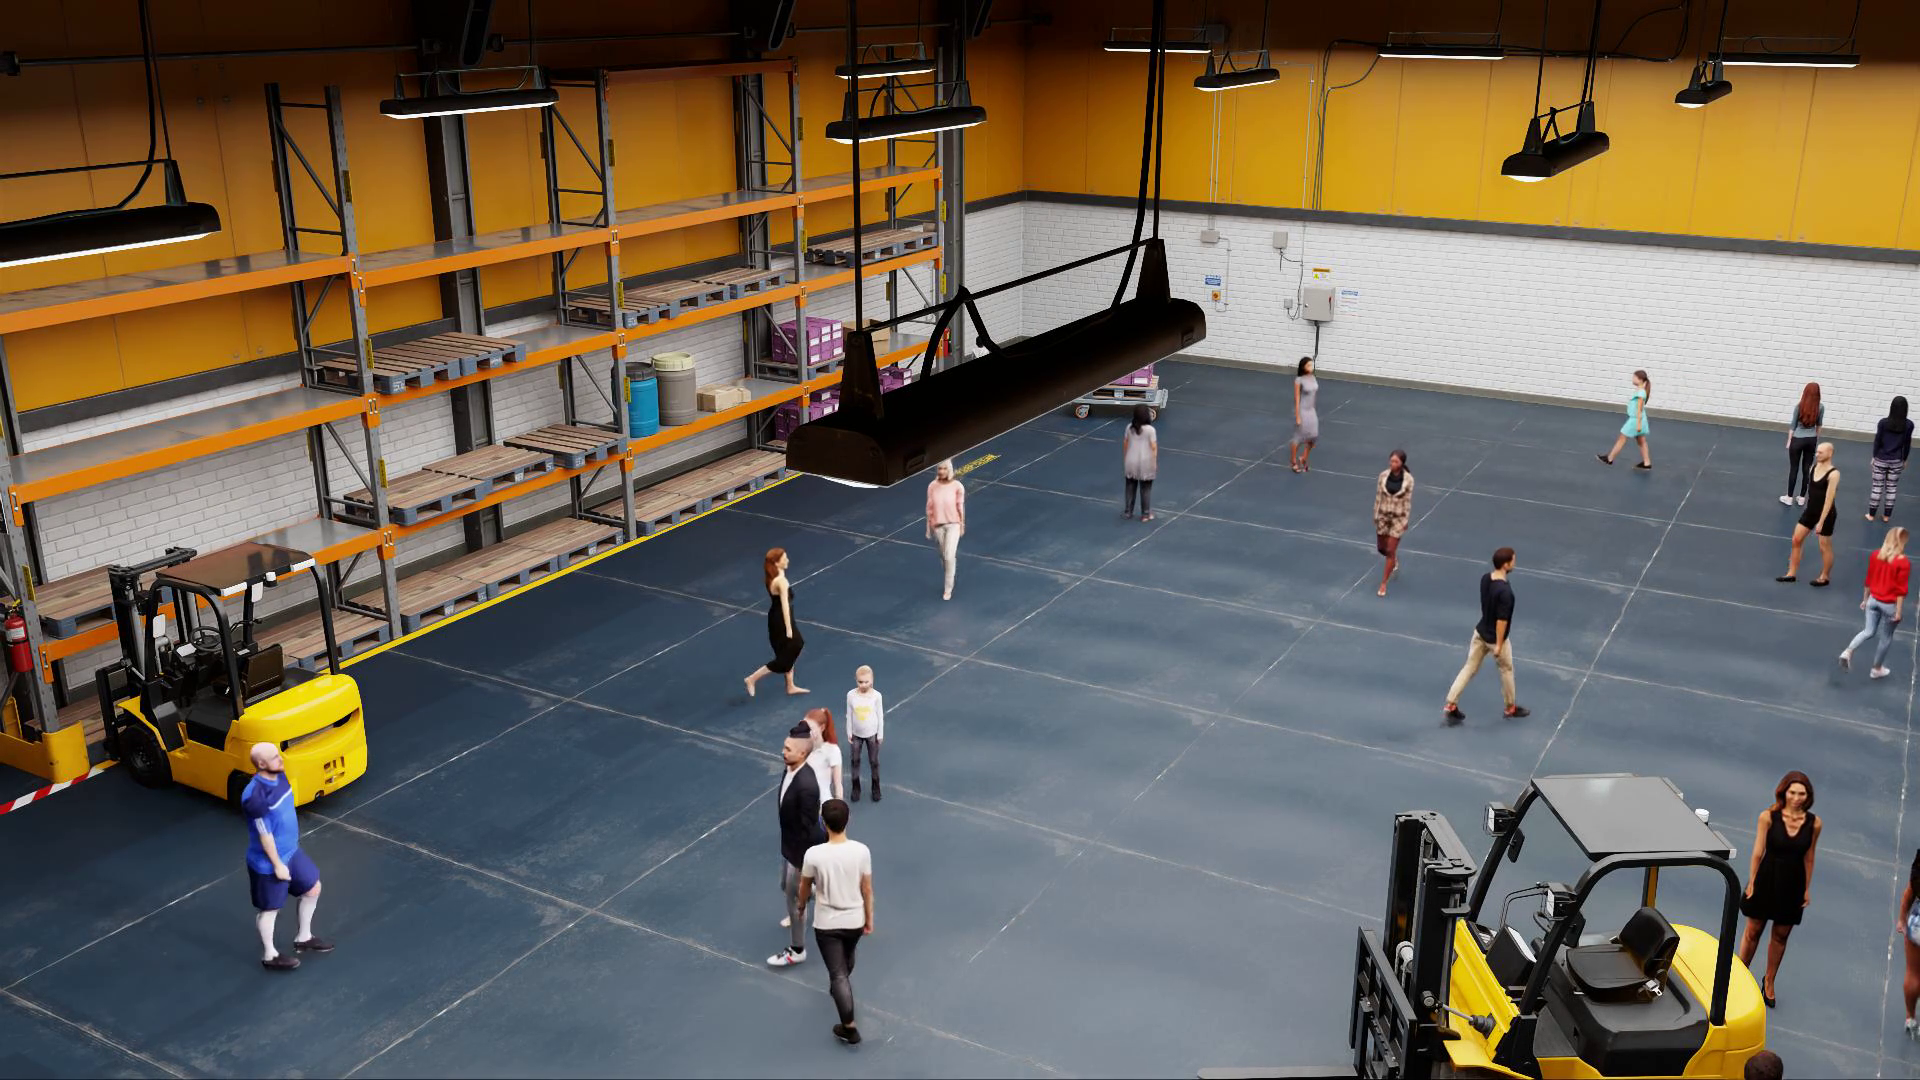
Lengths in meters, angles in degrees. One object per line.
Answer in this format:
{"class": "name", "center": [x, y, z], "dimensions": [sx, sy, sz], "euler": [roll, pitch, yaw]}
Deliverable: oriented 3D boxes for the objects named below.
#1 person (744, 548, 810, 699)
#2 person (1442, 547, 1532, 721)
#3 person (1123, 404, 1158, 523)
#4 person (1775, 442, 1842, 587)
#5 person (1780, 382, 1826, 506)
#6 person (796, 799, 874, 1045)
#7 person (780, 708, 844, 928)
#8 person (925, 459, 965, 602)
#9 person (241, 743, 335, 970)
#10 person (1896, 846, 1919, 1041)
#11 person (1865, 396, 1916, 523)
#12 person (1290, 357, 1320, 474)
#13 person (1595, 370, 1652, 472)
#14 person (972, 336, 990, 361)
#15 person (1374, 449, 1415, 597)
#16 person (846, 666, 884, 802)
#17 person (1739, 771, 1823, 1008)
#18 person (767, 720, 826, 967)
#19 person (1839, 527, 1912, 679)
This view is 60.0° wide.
{"class": "person", "center": [-1.898, 0.871, 16.853], "dimensions": [0.969, 1.608, 0.915], "euler": [-5, 19, -14]}
{"class": "person", "center": [5.109, 0.962, 16.260], "dimensions": [1.227, 1.814, 1.138], "euler": [-6, 19, -16]}
{"class": "person", "center": [2.439, -1.056, 22.573], "dimensions": [0.611, 1.609, 0.631], "euler": [11, 21, 29]}
{"class": "person", "center": [10.443, -0.291, 20.023], "dimensions": [1.010, 1.788, 0.952], "euler": [-5, 19, -16]}
{"class": "person", "center": [11.786, -1.347, 23.230], "dimensions": [0.640, 1.742, 0.647], "euler": [1, 19, 4]}
{"class": "person", "center": [-0.812, 2.658, 11.456], "dimensions": [1.108, 1.666, 1.149], "euler": [-6, 20, -18]}
{"class": "person", "center": [-1.035, 2.109, 13.040], "dimensions": [1.165, 1.696, 0.798], "euler": [-17, 25, -41]}
{"class": "person", "center": [-0.148, -0.182, 19.831], "dimensions": [0.753, 1.702, 0.912], "euler": [4, 19, 13]}
{"class": "person", "center": [-5.098, 2.328, 12.190], "dimensions": [0.866, 1.823, 0.784], "euler": [1, 19, 4]}
{"class": "person", "center": [6.625, 2.727, 11.337], "dimensions": [0.589, 1.611, 0.596], "euler": [12, 22, 31]}
{"class": "person", "center": [12.586, -1.102, 22.520], "dimensions": [0.644, 1.730, 0.603], "euler": [5, 19, 14]}
{"class": "person", "center": [5.042, -1.862, 24.719], "dimensions": [0.710, 1.767, 0.788], "euler": [-12, 22, -31]}
{"class": "person", "center": [10.169, -1.753, 24.789], "dimensions": [0.671, 1.516, 0.960], "euler": [9, 21, 26]}
{"class": "person", "center": [0.343, -2.892, 28.576], "dimensions": [0.544, 1.258, 0.582], "euler": [1, 19, 4]}
{"class": "person", "center": [5.180, -0.235, 19.875], "dimensions": [0.573, 1.775, 0.929], "euler": [10, 21, 28]}
{"class": "person", "center": [-0.855, 1.712, 14.874], "dimensions": [0.553, 1.277, 0.587], "euler": [1, 19, 4]}
{"class": "person", "center": [5.775, 2.474, 11.739], "dimensions": [0.642, 1.834, 0.623], "euler": [4, 19, 12]}
{"class": "person", "center": [-1.095, 2.235, 12.287], "dimensions": [1.116, 1.937, 1.030], "euler": [-7, 20, -21]}
{"class": "person", "center": [9.543, 0.683, 17.285], "dimensions": [1.048, 1.688, 0.937], "euler": [-8, 20, -22]}
